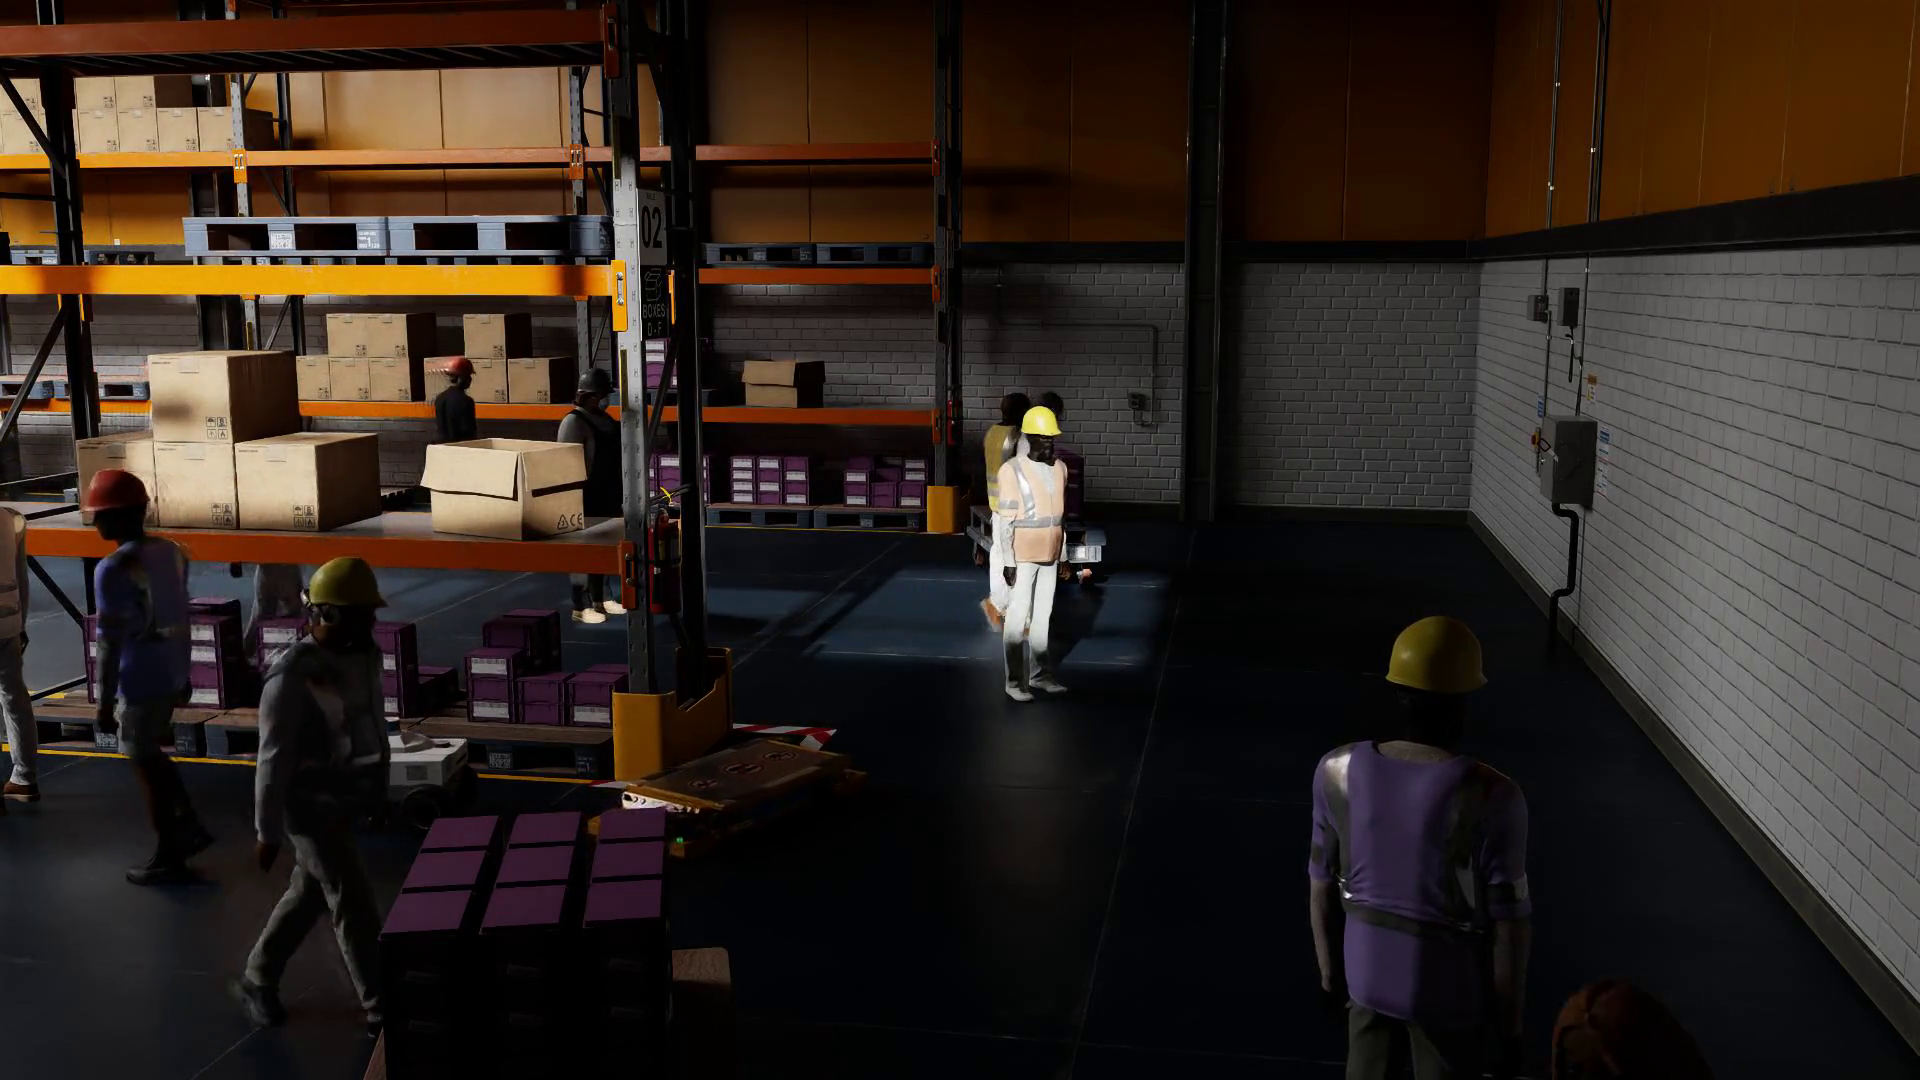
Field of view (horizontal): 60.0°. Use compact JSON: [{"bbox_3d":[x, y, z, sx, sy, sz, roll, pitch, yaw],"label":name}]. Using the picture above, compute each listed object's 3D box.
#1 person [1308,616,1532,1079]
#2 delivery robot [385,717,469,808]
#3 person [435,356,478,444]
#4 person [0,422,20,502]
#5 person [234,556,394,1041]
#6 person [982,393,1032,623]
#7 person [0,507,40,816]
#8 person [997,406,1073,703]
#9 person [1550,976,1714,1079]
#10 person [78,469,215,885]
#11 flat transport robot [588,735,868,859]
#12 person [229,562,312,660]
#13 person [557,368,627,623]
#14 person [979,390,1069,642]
[{"bbox_3d":[1.187,1.148,4.311,0.584,1.928,0.373,8,12,40],"label":"person"},{"bbox_3d":[-2.859,1.133,8.363,0.707,0.478,0.477,0,9,-1],"label":"delivery robot"},{"bbox_3d":[-4.870,-0.818,16.383,0.617,1.975,0.597,7,11,37],"label":"person"},{"bbox_3d":[-8.221,-0.350,13.907,0.657,1.833,0.447,-2,9,-14],"label":"person"},{"bbox_3d":[-2.350,0.942,6.049,0.856,1.794,0.593,1,9,6],"label":"person"},{"bbox_3d":[0.437,-0.258,13.299,0.429,1.842,0.636,-5,10,-28],"label":"person"},{"bbox_3d":[-5.036,0.483,8.566,0.356,1.887,0.573,2,9,13],"label":"person"},{"bbox_3d":[0.505,0.084,10.908,0.585,1.929,0.370,-8,12,-41],"label":"person"},{"bbox_3d":[1.130,1.538,2.862,0.578,1.615,0.311,7,12,37],"label":"person"},{"bbox_3d":[-3.715,0.630,7.541,0.420,1.917,0.557,1,9,8],"label":"person"},{"bbox_3d":[-1.160,1.289,8.558,0.652,0.197,1.431,6,11,33],"label":"flat transport robot"},{"bbox_3d":[-4.722,0.043,11.262,1.040,1.887,0.647,1,9,7],"label":"person"},{"bbox_3d":[-2.891,-0.369,13.374,0.535,2.000,0.685,3,10,17],"label":"person"},{"bbox_3d":[0.532,-0.184,12.653,0.587,1.902,0.686,2,9,13],"label":"person"}]
